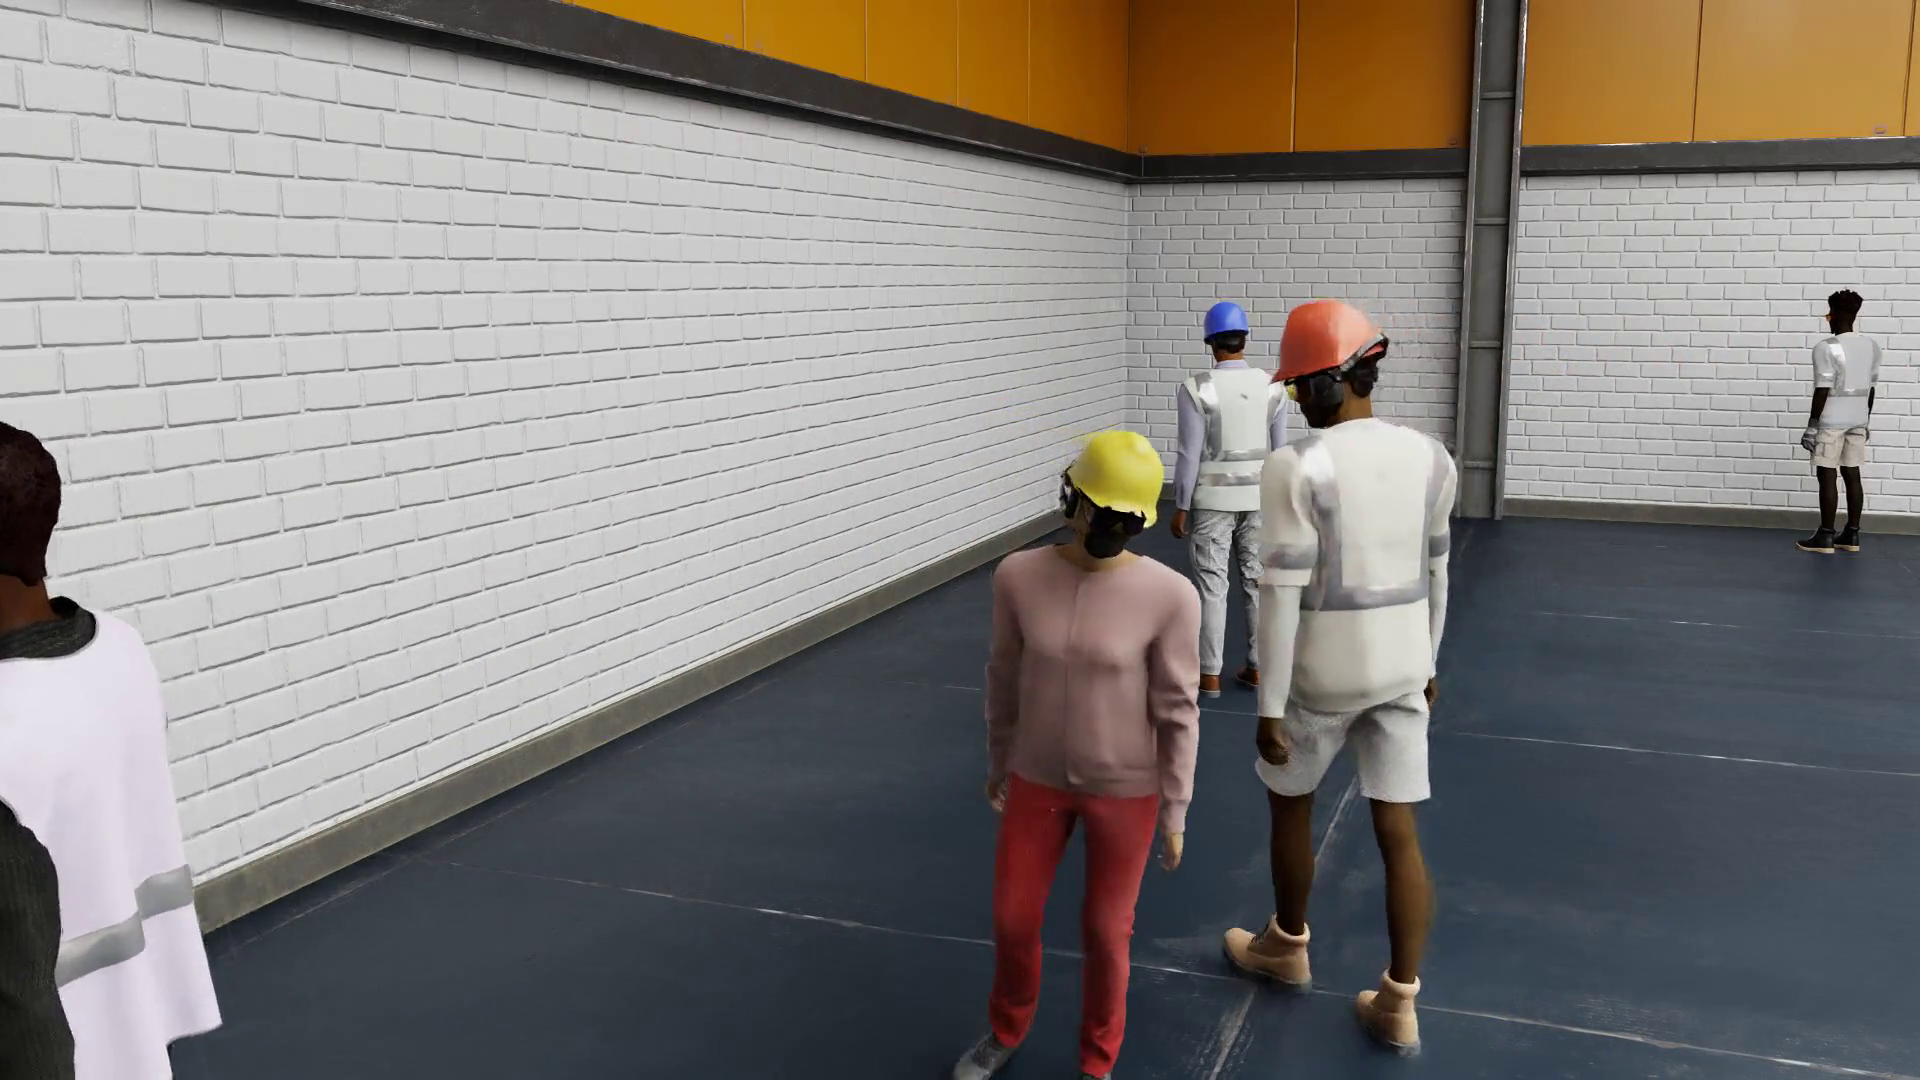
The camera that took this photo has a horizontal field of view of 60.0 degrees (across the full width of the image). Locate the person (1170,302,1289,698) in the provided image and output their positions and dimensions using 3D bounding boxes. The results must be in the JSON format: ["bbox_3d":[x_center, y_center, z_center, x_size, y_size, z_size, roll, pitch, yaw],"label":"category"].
[{"bbox_3d":[1.317,-0.191,8.182,0.604,1.937,0.402,-3,10,-19],"label":"person"}]

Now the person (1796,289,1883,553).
[{"bbox_3d":[6.560,-0.882,12.426,0.611,1.964,0.364,-3,10,-20],"label":"person"}]

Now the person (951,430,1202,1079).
[{"bbox_3d":[0.281,0.585,3.963,0.606,1.721,0.440,4,10,22],"label":"person"}]

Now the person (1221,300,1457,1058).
[{"bbox_3d":[1.049,0.351,4.601,0.694,1.996,0.866,-3,10,-19],"label":"person"}]

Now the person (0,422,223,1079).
[{"bbox_3d":[-1.240,0.754,2.413,0.891,1.894,0.589,-1,9,-4],"label":"person"}]
